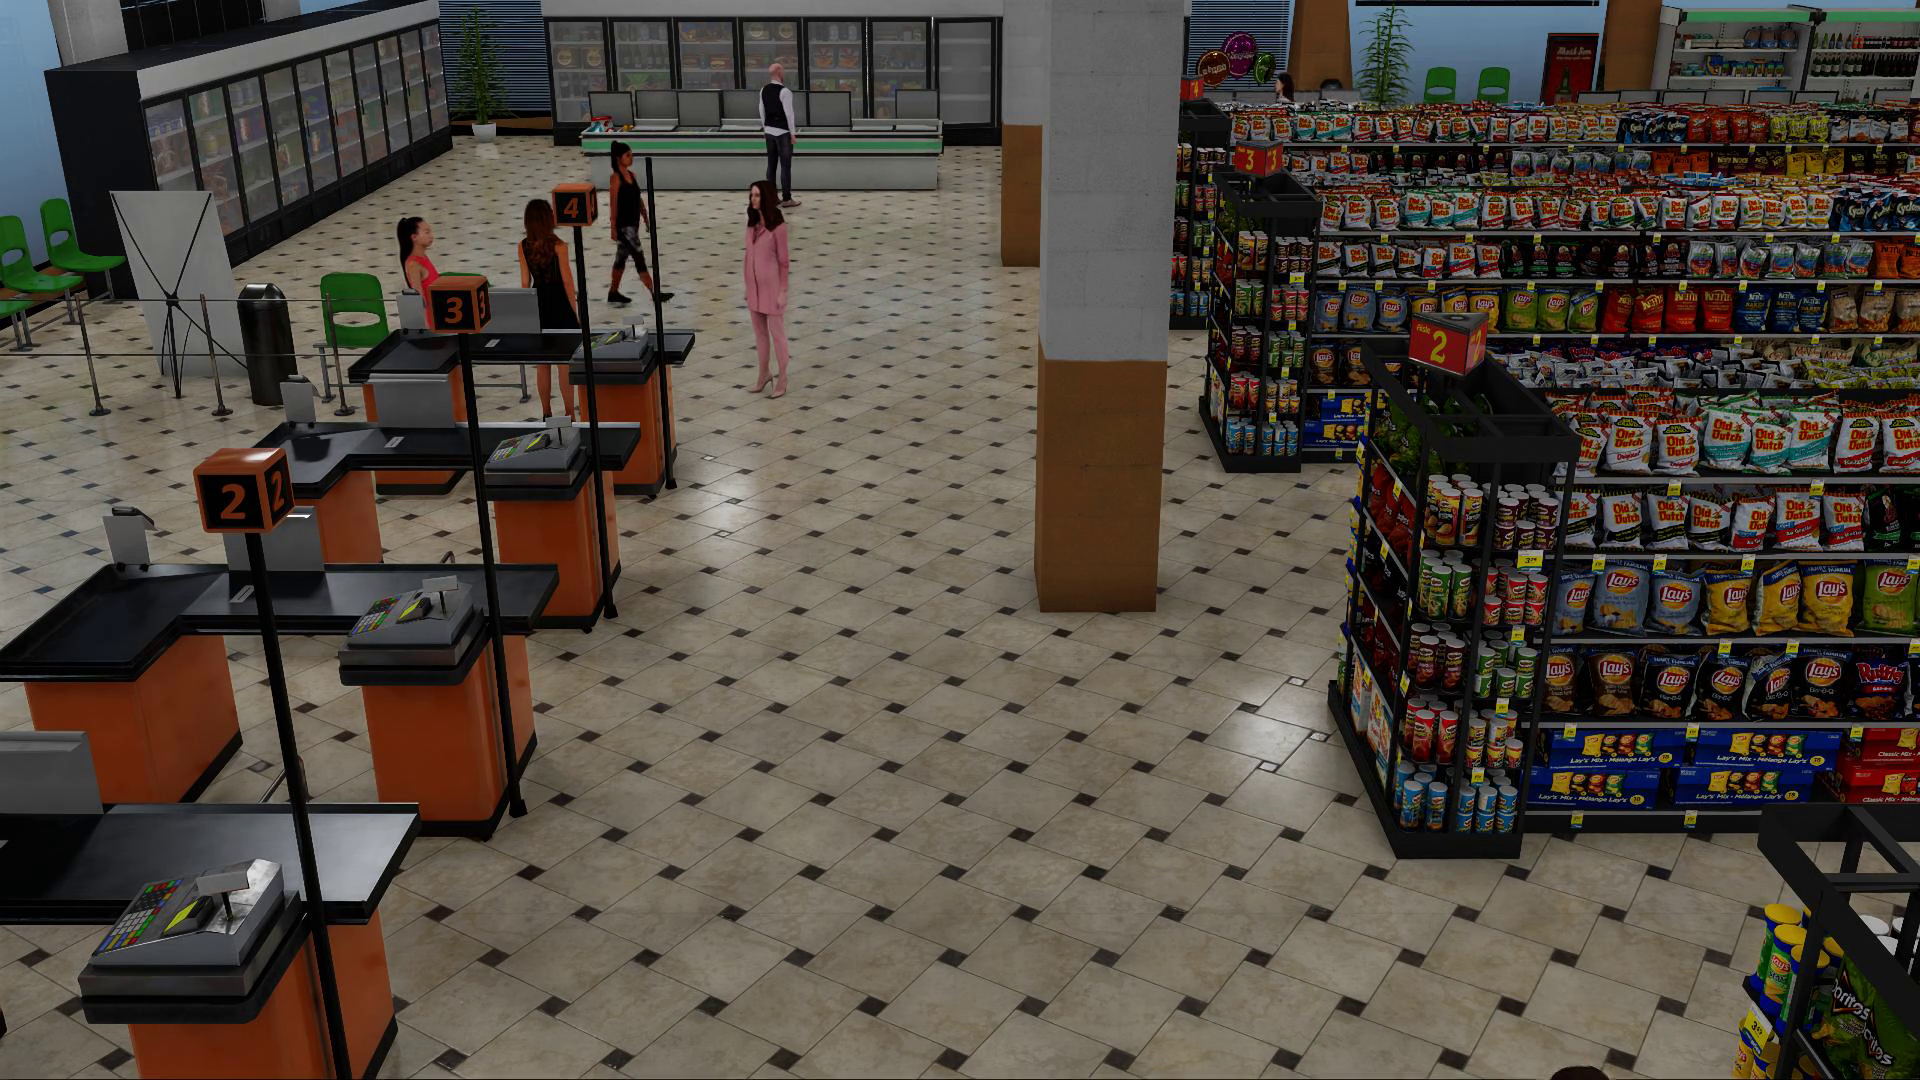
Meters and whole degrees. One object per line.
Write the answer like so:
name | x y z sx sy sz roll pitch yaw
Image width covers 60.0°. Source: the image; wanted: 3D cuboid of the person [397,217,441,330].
person | -4.096 -1.618 12.751 0.585 1.727 0.627 -2 22 -4

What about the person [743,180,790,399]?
person | -1.593 -2.090 13.824 0.665 1.802 0.750 17 27 36

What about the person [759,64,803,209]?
person | -2.375 -5.295 21.768 0.742 1.826 0.845 14 26 32

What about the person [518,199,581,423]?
person | -3.159 -1.711 12.837 0.505 1.835 0.668 3 22 8

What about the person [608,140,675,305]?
person | -3.428 -3.158 16.704 1.063 1.636 0.783 6 23 15
